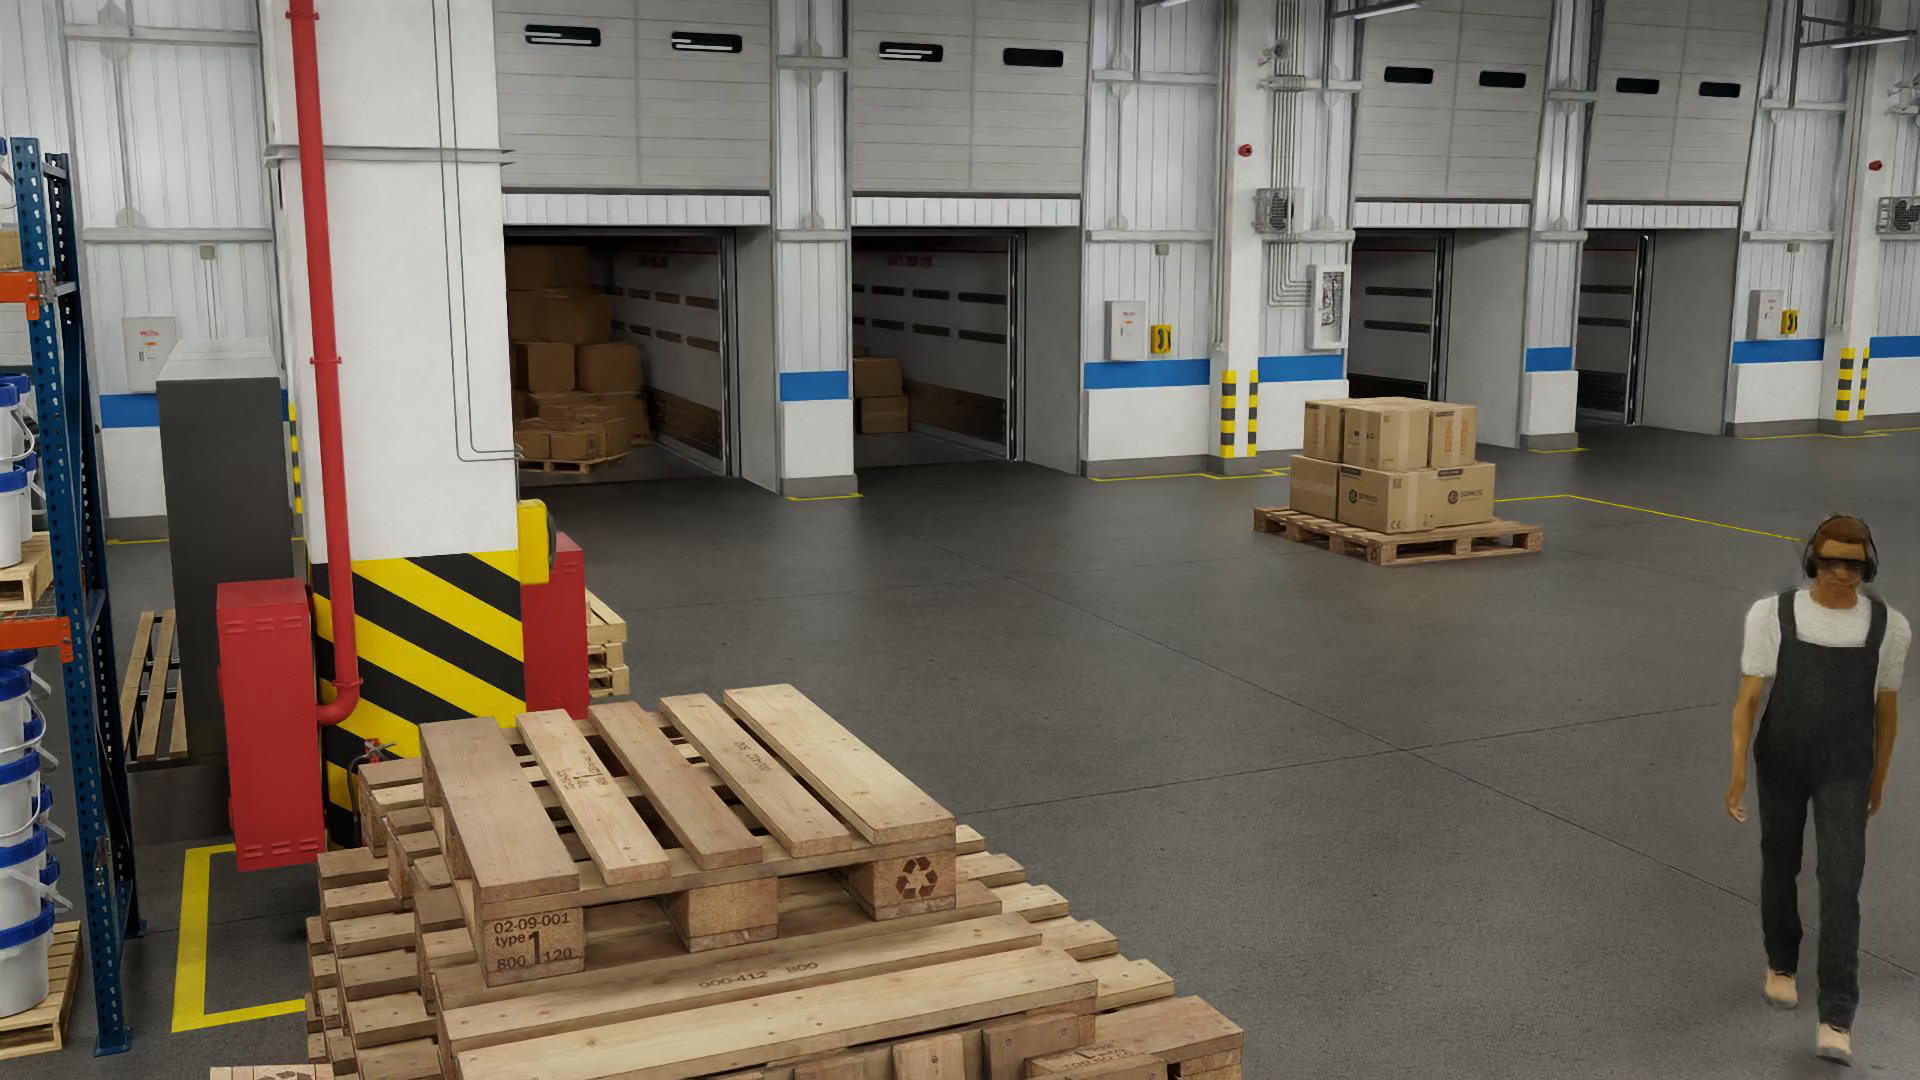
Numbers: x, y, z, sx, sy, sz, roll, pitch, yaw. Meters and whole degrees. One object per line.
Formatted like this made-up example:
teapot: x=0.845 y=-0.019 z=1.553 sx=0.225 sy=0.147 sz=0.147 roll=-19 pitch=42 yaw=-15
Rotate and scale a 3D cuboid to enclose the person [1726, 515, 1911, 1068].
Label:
person: x=2.882 y=0.822 z=5.620 sx=0.517 sy=1.804 sz=0.920 roll=5 pitch=11 yaw=25
